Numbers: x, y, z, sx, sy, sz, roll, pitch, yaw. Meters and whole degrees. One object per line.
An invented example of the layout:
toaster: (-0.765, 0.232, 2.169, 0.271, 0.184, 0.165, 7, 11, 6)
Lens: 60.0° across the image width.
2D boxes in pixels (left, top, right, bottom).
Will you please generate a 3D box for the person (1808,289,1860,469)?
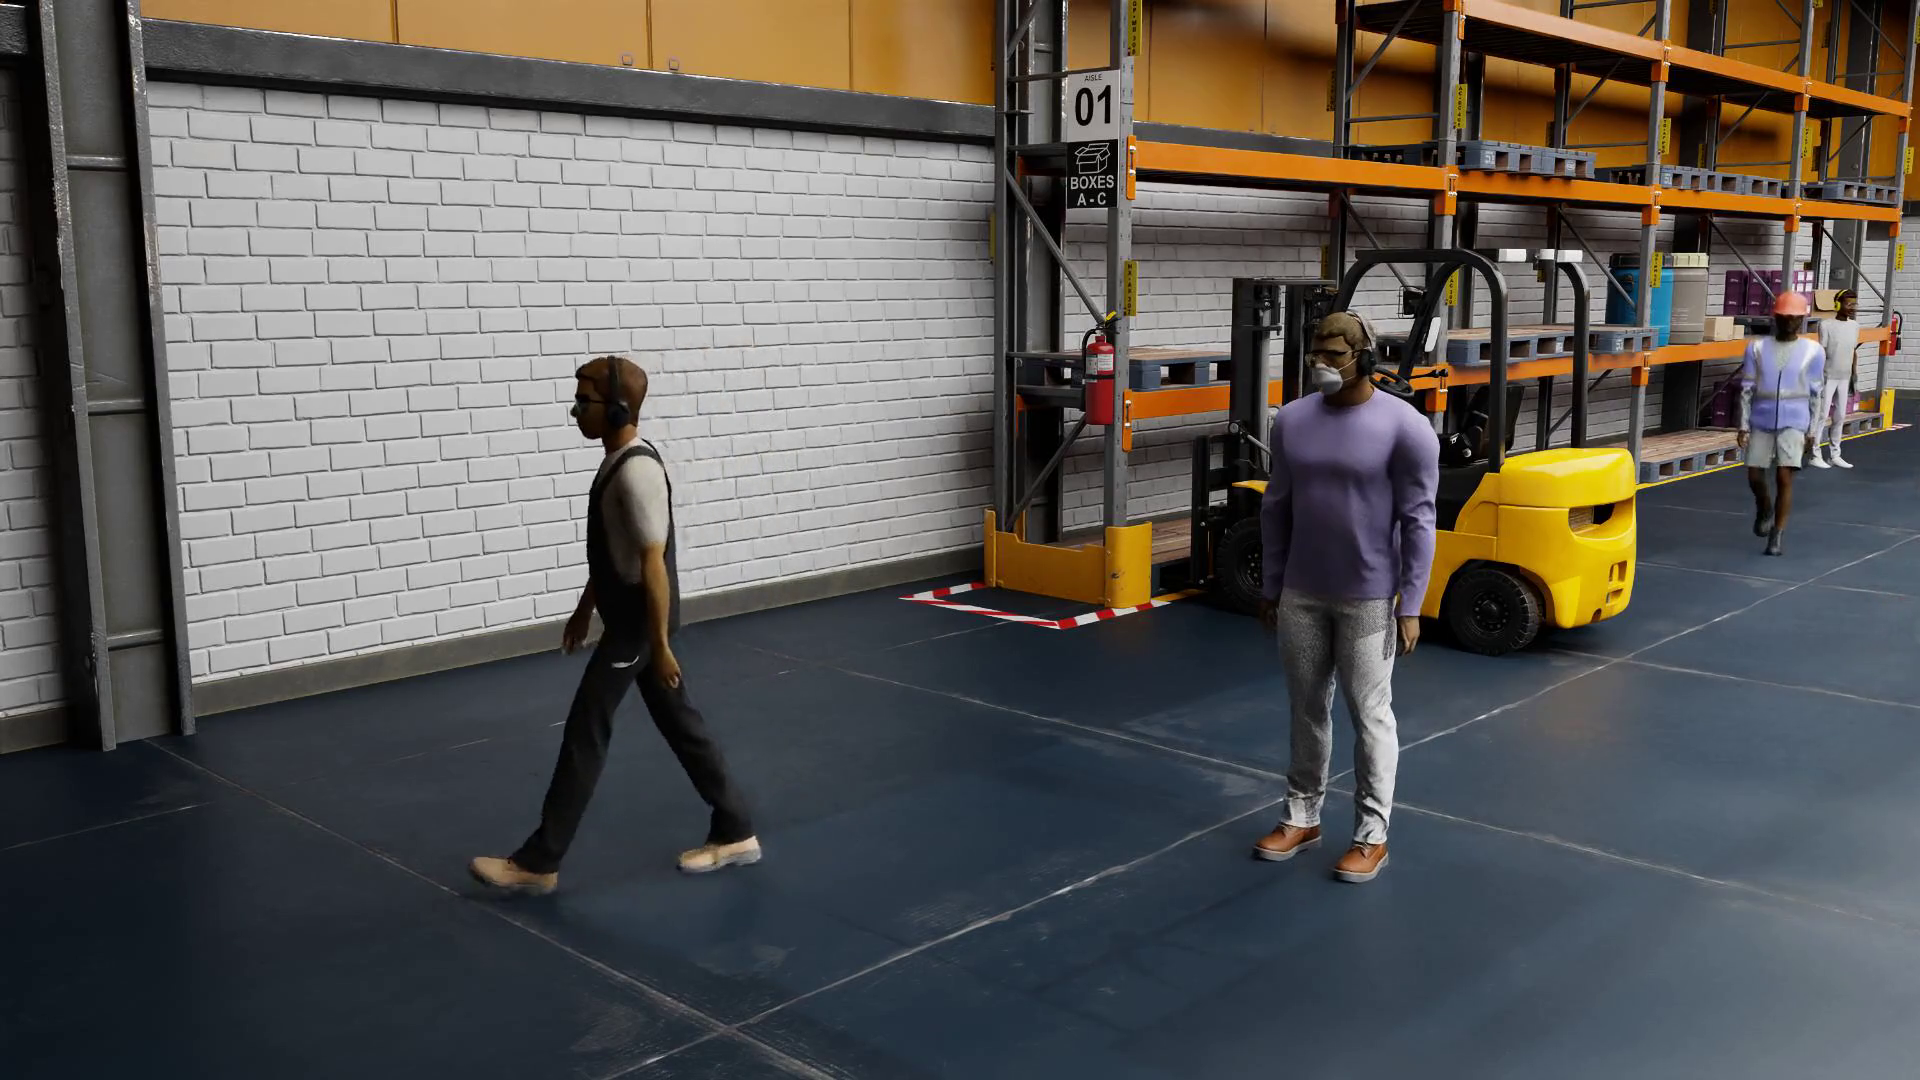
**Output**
person: (9.106, -1.665, 17.282, 0.513, 1.861, 0.327, -3, 10, -15)

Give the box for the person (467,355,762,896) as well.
person: (-1.127, 0.285, 5.546, 0.984, 1.796, 0.515, -2, 9, -10)

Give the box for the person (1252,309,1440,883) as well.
person: (1.298, 0.188, 5.673, 0.635, 1.937, 0.353, 9, 13, 43)

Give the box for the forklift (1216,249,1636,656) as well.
forklift: (2.710, -0.584, 9.626, 2.313, 2.155, 1.214, 9, 13, 43)

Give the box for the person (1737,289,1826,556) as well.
person: (6.001, -0.866, 12.163, 0.547, 1.926, 0.609, 6, 11, 32)
